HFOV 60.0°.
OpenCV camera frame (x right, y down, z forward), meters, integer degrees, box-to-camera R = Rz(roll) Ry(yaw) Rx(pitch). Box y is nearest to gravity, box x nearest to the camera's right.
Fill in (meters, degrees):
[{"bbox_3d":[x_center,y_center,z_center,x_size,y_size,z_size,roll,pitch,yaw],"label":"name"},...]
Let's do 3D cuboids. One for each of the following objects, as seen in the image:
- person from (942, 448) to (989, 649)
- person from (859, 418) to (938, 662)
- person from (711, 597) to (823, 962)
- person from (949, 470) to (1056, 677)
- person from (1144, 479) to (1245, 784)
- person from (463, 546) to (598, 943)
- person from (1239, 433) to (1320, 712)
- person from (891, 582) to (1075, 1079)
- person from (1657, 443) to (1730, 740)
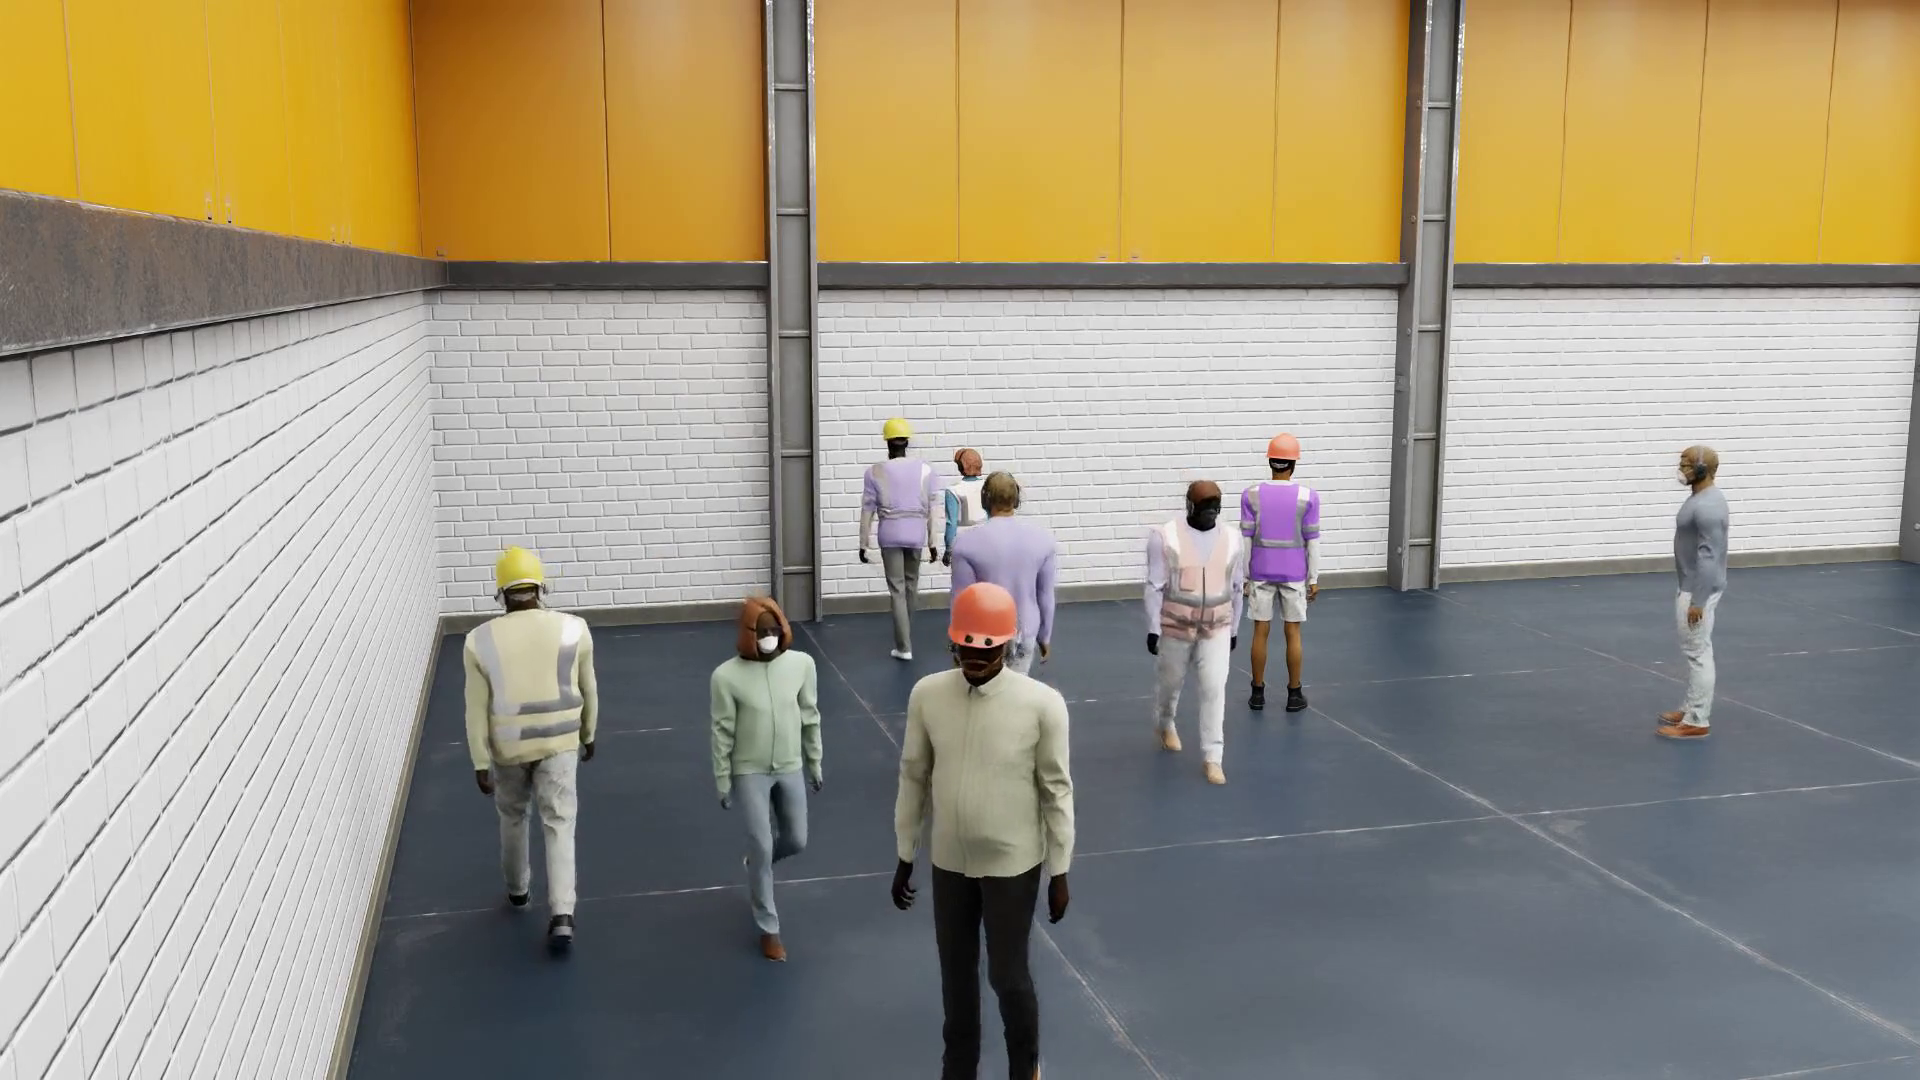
[{"bbox_3d":[0.082,0.080,13.375,0.521,1.638,0.311,-7,12,-38],"label":"person"},{"bbox_3d":[-0.524,-0.024,13.213,0.601,1.890,0.834,-3,10,-21],"label":"person"},{"bbox_3d":[-0.887,1.032,7.495,0.509,1.611,0.585,-5,10,-27],"label":"person"},{"bbox_3d":[0.267,0.563,9.512,0.636,1.918,0.695,-3,10,-19],"label":"person"},{"bbox_3d":[1.420,0.508,10.205,0.632,1.817,0.872,-1,9,-4],"label":"person"},{"bbox_3d":[-1.949,0.927,7.617,0.593,1.797,0.894,-3,9,-16],"label":"person"},{"bbox_3d":[2.211,0.226,11.532,0.553,1.935,0.361,3,9,16],"label":"person"},{"bbox_3d":[0.061,1.115,5.843,0.658,1.980,0.418,5,10,28],"label":"person"},{"bbox_3d":[4.816,0.332,10.875,0.353,1.937,0.636,3,10,20],"label":"person"}]
